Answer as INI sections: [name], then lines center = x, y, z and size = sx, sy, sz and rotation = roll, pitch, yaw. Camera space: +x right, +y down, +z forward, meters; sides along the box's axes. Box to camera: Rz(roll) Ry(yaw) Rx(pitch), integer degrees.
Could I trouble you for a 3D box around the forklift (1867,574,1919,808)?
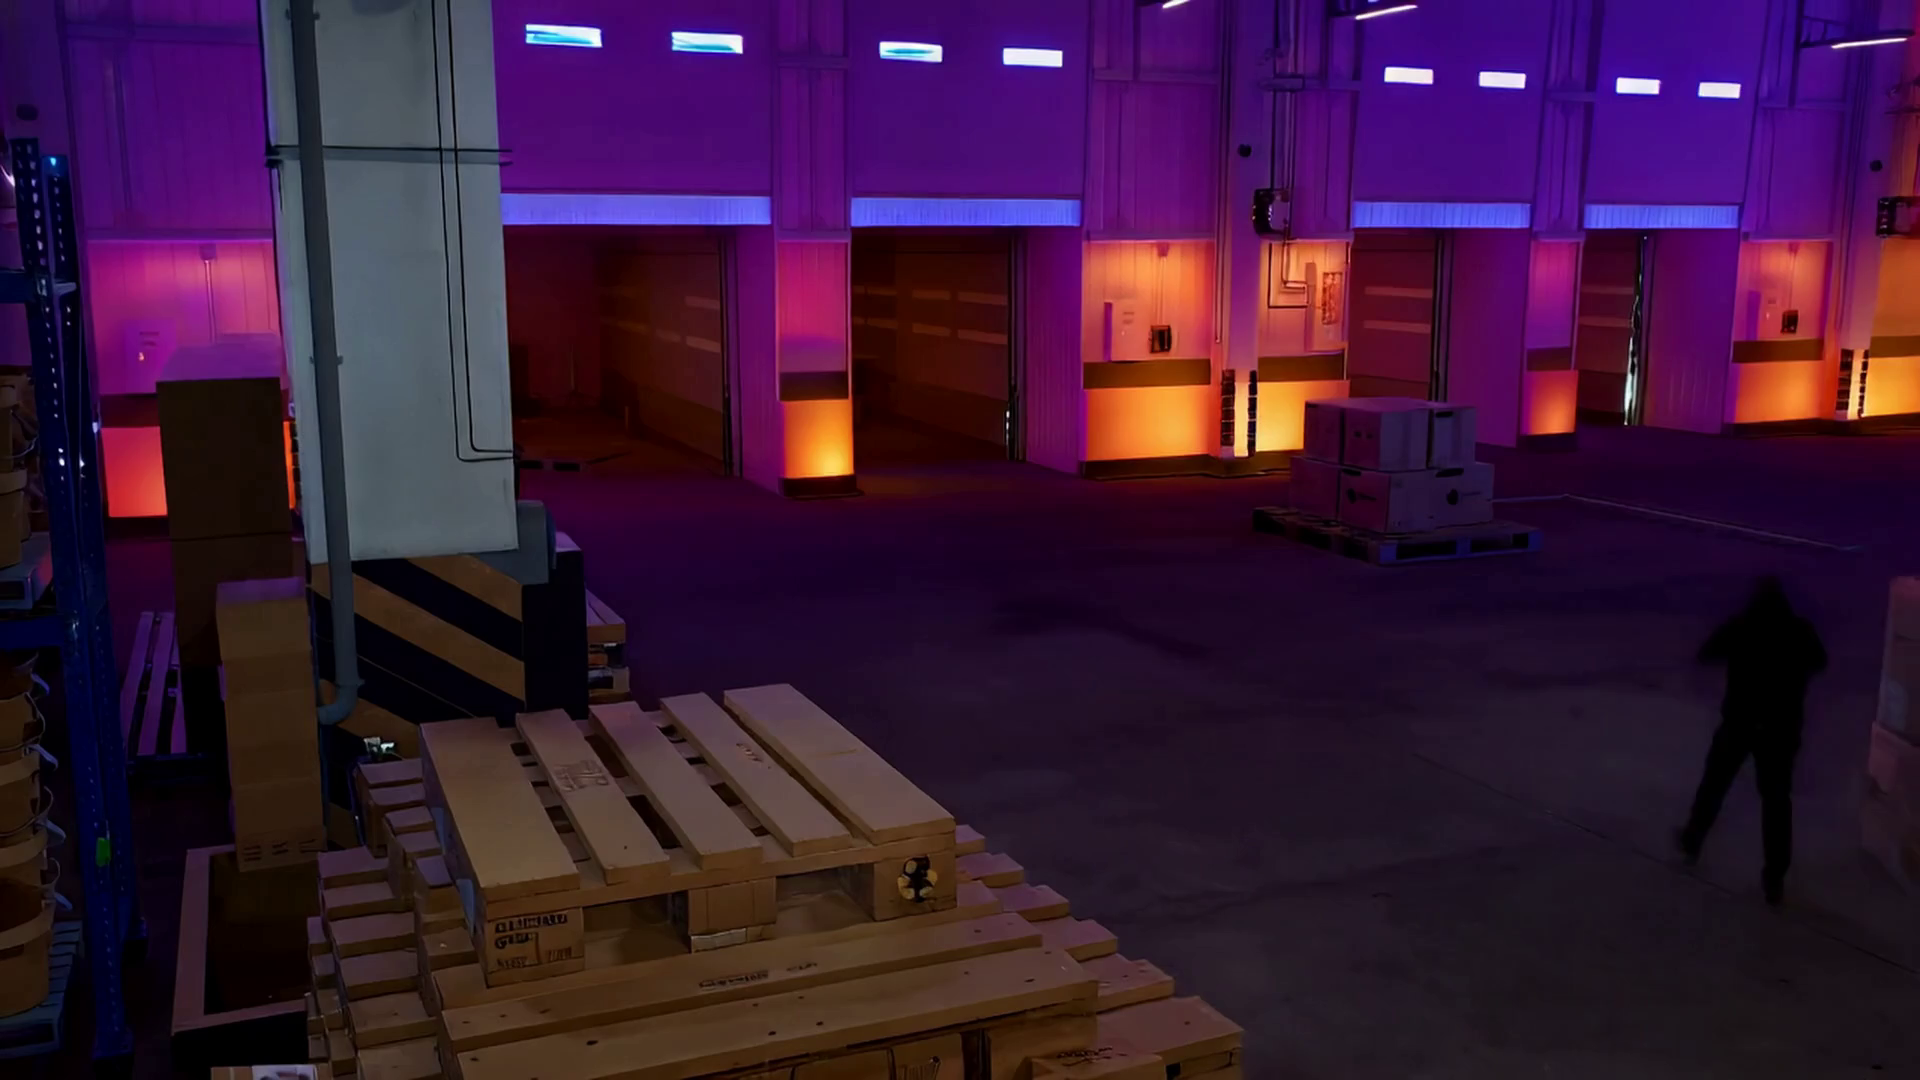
[forklift]
center = 5.046, -0.008, 7.229
size = 1.129, 2.768, 1.873
rotation = 0, 10, 1
